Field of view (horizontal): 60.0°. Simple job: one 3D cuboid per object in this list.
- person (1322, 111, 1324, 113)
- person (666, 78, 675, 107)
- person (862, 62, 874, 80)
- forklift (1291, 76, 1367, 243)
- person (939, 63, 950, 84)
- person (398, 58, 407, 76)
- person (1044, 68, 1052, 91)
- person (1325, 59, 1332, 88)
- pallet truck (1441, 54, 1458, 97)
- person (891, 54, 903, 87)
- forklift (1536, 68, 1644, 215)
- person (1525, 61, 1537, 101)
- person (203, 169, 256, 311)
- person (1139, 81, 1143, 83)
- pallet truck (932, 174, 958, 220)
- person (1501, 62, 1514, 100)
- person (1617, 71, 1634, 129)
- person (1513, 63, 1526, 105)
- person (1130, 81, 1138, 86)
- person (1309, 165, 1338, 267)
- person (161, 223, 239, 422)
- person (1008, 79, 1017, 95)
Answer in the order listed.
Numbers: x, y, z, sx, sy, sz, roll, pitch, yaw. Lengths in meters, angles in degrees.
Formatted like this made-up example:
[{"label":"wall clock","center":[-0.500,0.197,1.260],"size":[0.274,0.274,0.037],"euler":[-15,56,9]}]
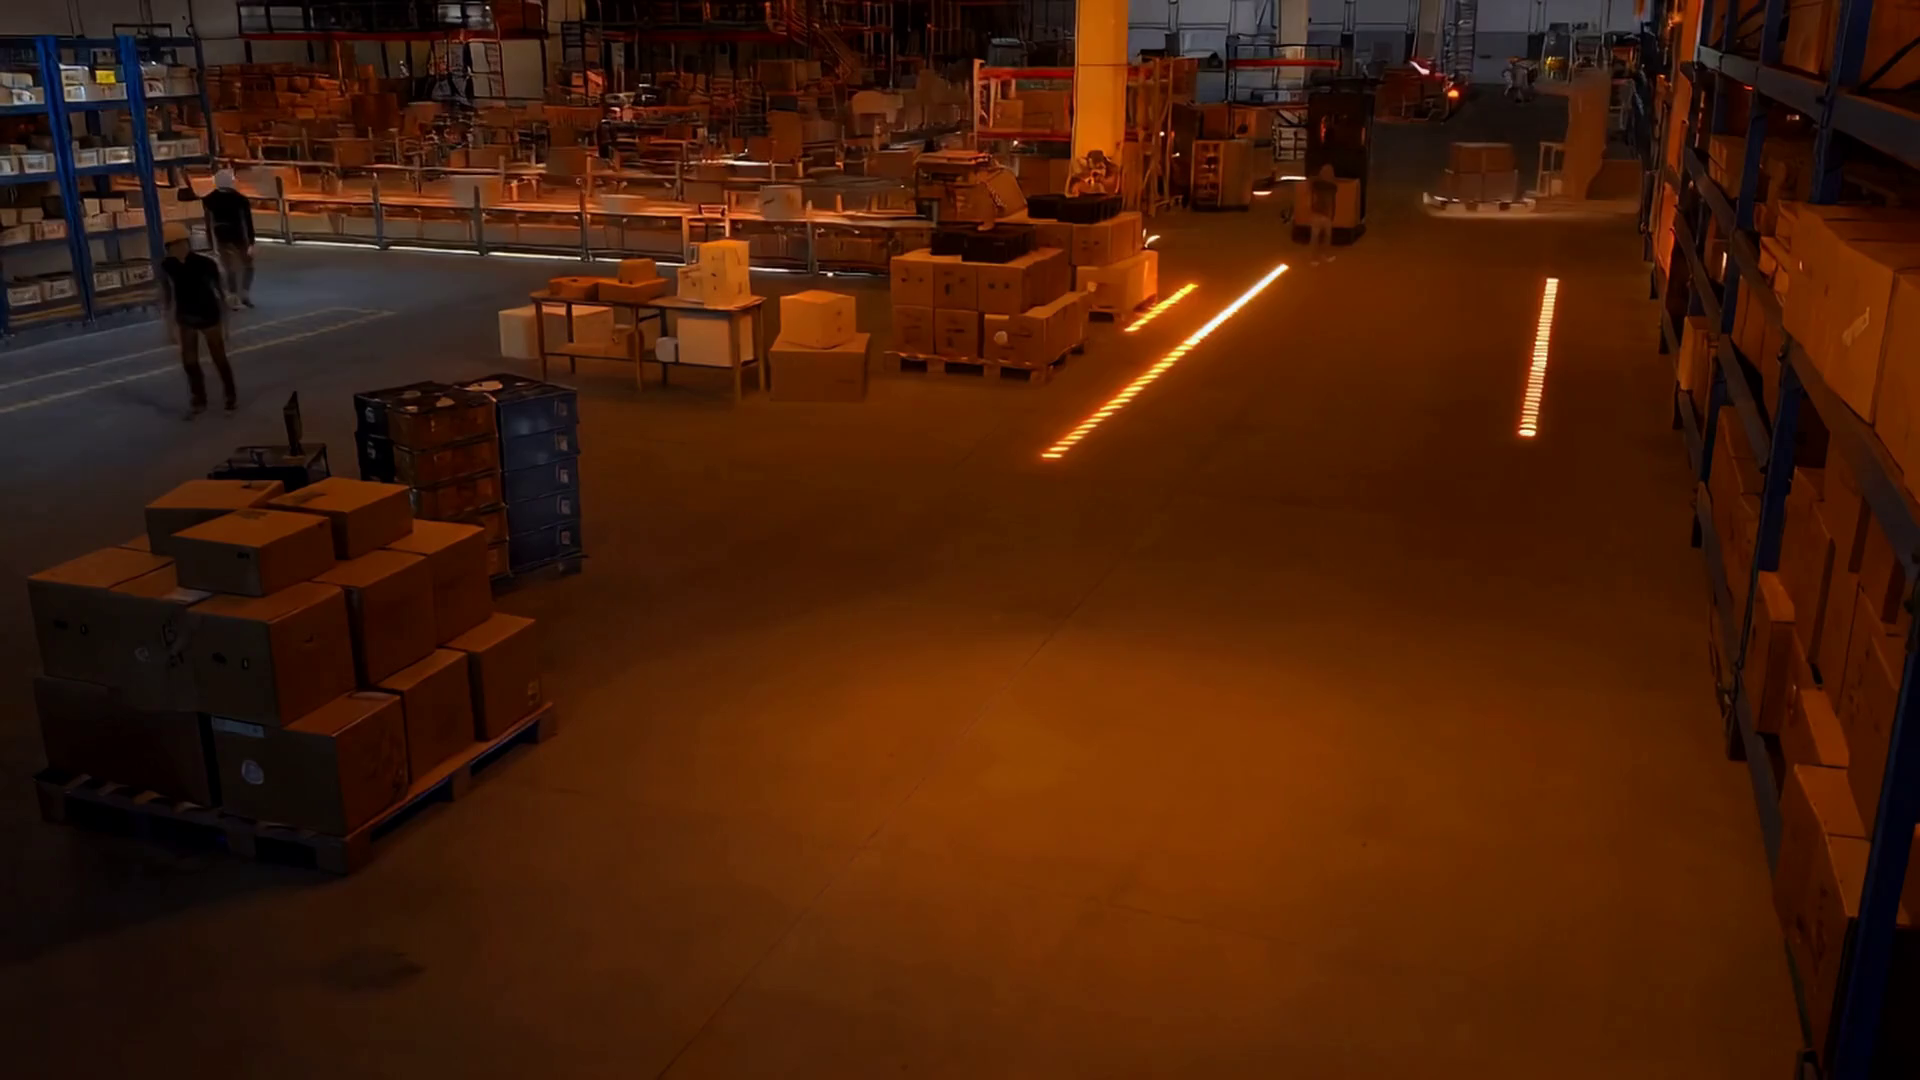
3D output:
[{"label":"person","center":[11.501,-13.895,53.533],"size":[0.611,1.820,0.515],"euler":[-9,20,-27]},{"label":"person","center":[-9.593,-14.433,55.309],"size":[0.303,1.772,0.526],"euler":[-2,18,-6]},{"label":"person","center":[-3.569,-17.365,64.075],"size":[0.385,2.041,0.615],"euler":[16,23,40]},{"label":"forklift","center":[6.598,-6.755,29.381],"size":[1.129,2.768,1.873],"euler":[6,19,19]},{"label":"person","center":[-0.638,-18.851,69.038],"size":[0.518,1.865,0.327],"euler":[-6,19,-19]},{"label":"person","center":[-25.641,-21.158,76.318],"size":[0.974,1.835,0.608],"euler":[7,19,21]},{"label":"person","center":[4.328,-23.659,84.024],"size":[0.630,1.940,0.372],"euler":[-5,18,-15]},{"label":"person","center":[16.450,-20.471,74.022],"size":[0.368,1.928,0.585],"euler":[-5,18,-15]},{"label":"pallet truck","center":[22.765,-21.886,78.355],"size":[0.823,1.965,1.885],"euler":[-4,18,-14]},{"label":"person","center":[-3.198,-23.862,84.864],"size":[0.626,1.814,0.532],"euler":[-2,18,-6]},{"label":"forklift","center":[12.600,-7.947,33.126],"size":[1.873,2.768,1.129],"euler":[2,18,6]},{"label":"person","center":[25.950,-20.842,75.501],"size":[0.308,1.736,0.484],"euler":[-5,18,-16]},{"label":"person","center":[-9.813,-4.035,22.451],"size":[0.648,1.891,0.430],"euler":[-1,18,-3]},{"label":"person","center":[8.822,-23.106,82.389],"size":[0.979,1.882,0.603],"euler":[2,18,7]},{"label":"pallet truck","center":[-0.507,-5.292,27.348],"size":[0.653,1.274,1.630],"euler":[6,19,19]},{"label":"person","center":[25.081,-21.030,76.166],"size":[0.543,1.681,0.594],"euler":[13,22,35]},{"label":"person","center":[22.965,-15.156,57.305],"size":[0.361,1.940,0.543],"euler":[-10,20,-28]},{"label":"person","center":[24.178,-19.662,71.747],"size":[0.329,1.765,0.526],"euler":[-4,18,-11]},{"label":"person","center":[7.856,-20.557,74.464],"size":[0.608,1.817,0.643],"euler":[-1,18,-3]},{"label":"person","center":[5.802,-5.176,26.508],"size":[0.492,1.579,0.846],"euler":[11,21,32]},{"label":"person","center":[-7.449,-2.119,16.293],"size":[0.693,1.969,0.438],"euler":[3,18,9]},{"label":"person","center":[1.858,-15.635,59.027],"size":[0.979,1.822,0.539],"euler":[-10,20,-28]}]
